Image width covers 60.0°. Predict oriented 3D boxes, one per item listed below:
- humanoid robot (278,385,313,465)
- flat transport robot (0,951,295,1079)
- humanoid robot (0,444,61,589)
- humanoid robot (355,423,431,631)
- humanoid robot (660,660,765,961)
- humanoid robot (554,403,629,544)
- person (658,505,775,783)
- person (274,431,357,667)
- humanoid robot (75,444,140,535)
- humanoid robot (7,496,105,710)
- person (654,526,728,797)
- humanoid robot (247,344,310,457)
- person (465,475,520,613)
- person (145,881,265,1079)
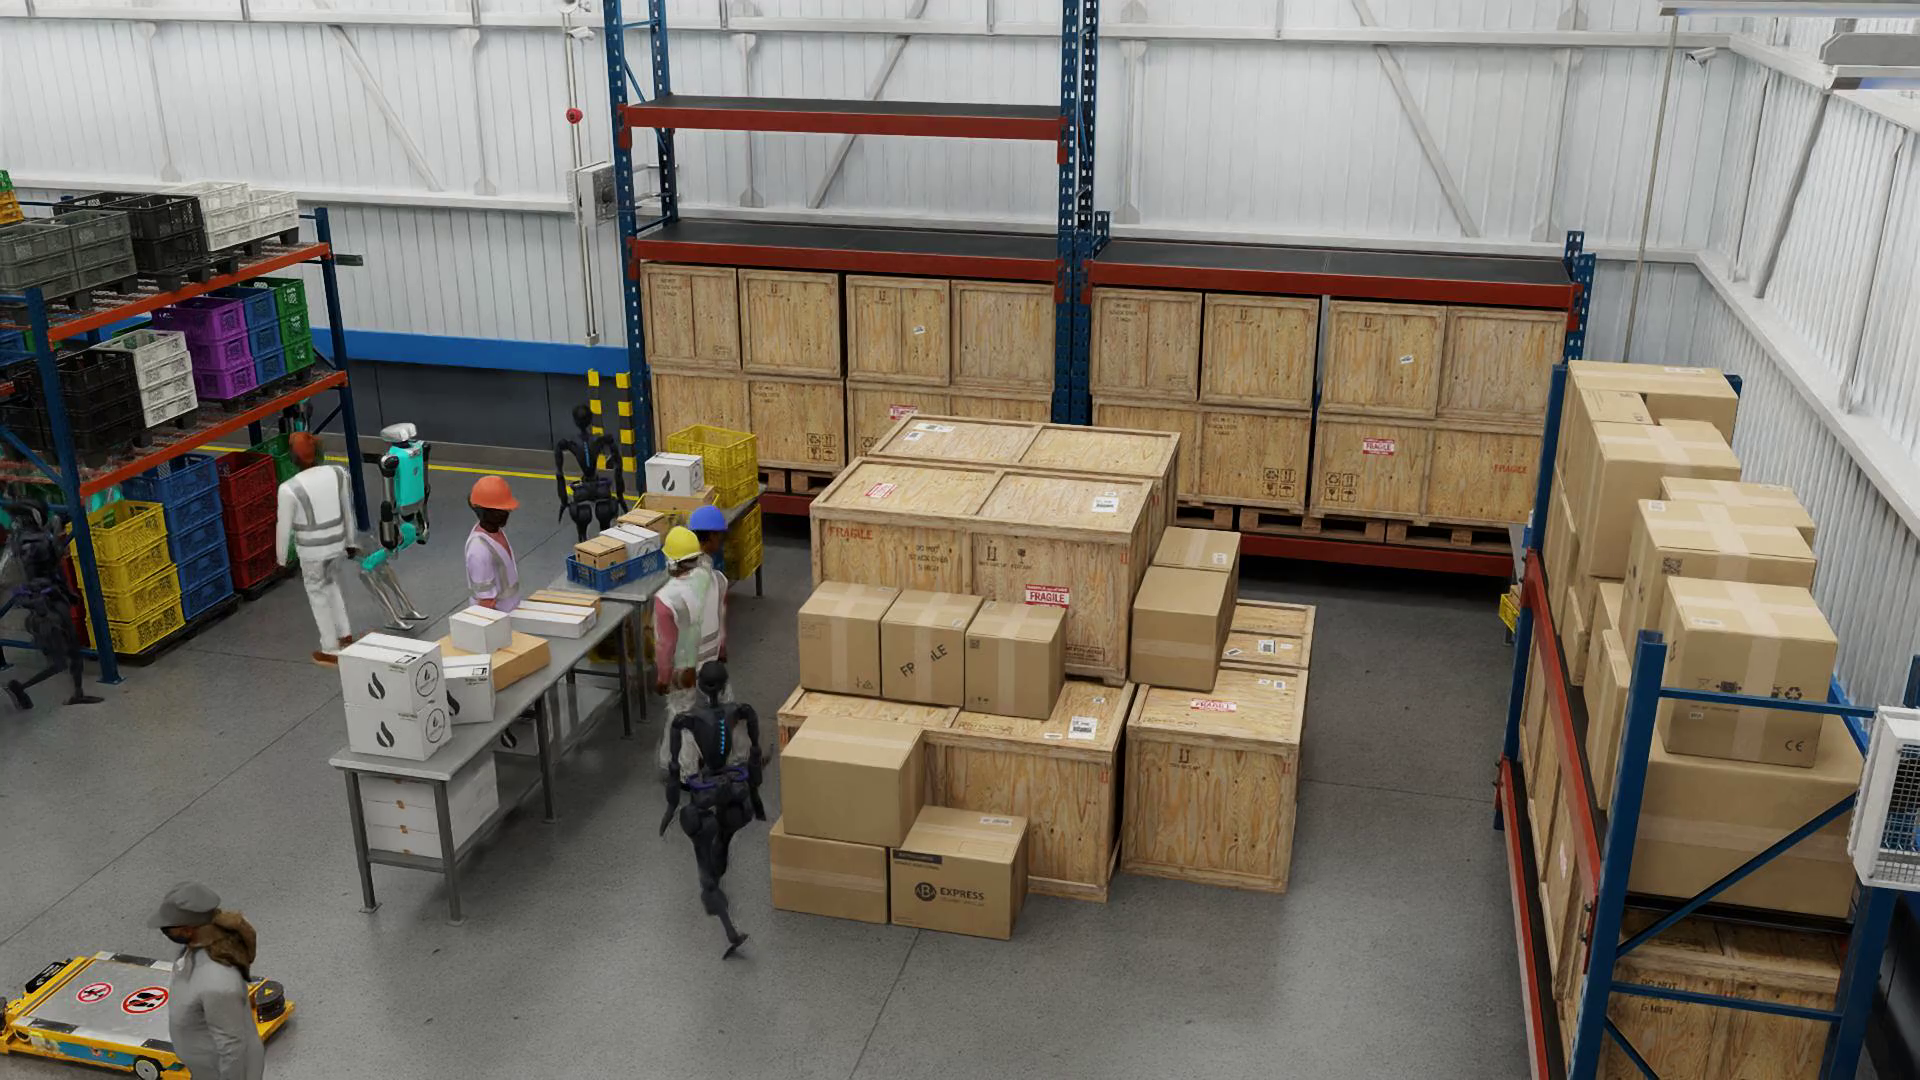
[{"bbox_3d":[-6.446,-1.178,16.150,0.312,1.651,0.609,-7,22,-19],"label":"humanoid robot"},{"bbox_3d":[-4.270,2.464,8.601,1.431,0.231,0.659,5,22,13],"label":"flat transport robot"},{"bbox_3d":[-8.069,-0.449,14.164,0.546,1.736,0.929,3,21,7],"label":"humanoid robot"},{"bbox_3d":[-4.536,-0.121,13.167,0.738,1.692,0.534,7,22,18],"label":"humanoid robot"},{"bbox_3d":[-1.347,1.489,9.275,0.621,1.641,0.771,-12,24,-29],"label":"humanoid robot"},{"bbox_3d":[-3.076,-0.332,13.954,0.589,1.626,0.537,-6,22,-15],"label":"humanoid robot"},{"bbox_3d":[-1.645,0.717,10.916,0.838,1.880,0.662,-8,22,-19],"label":"person"},{"bbox_3d":[-4.890,0.072,12.607,0.461,1.872,0.601,12,24,29],"label":"person"},{"bbox_3d":[-7.351,-0.384,14.108,0.578,1.853,0.872,1,21,3],"label":"humanoid robot"},{"bbox_3d":[-6.584,0.447,11.917,0.508,1.644,0.613,-4,21,-10],"label":"humanoid robot"},{"bbox_3d":[-1.760,0.781,10.810,0.404,1.831,0.599,15,26,34],"label":"person"},{"bbox_3d":[-6.460,-1.059,15.759,0.764,1.769,0.538,-2,21,-5],"label":"humanoid robot"},{"bbox_3d":[-3.074,0.537,11.161,0.385,2.039,0.612,-3,21,-7],"label":"person"},{"bbox_3d":[-3.140,2.226,7.119,0.396,1.767,0.573,-13,24,-30],"label":"person"}]
